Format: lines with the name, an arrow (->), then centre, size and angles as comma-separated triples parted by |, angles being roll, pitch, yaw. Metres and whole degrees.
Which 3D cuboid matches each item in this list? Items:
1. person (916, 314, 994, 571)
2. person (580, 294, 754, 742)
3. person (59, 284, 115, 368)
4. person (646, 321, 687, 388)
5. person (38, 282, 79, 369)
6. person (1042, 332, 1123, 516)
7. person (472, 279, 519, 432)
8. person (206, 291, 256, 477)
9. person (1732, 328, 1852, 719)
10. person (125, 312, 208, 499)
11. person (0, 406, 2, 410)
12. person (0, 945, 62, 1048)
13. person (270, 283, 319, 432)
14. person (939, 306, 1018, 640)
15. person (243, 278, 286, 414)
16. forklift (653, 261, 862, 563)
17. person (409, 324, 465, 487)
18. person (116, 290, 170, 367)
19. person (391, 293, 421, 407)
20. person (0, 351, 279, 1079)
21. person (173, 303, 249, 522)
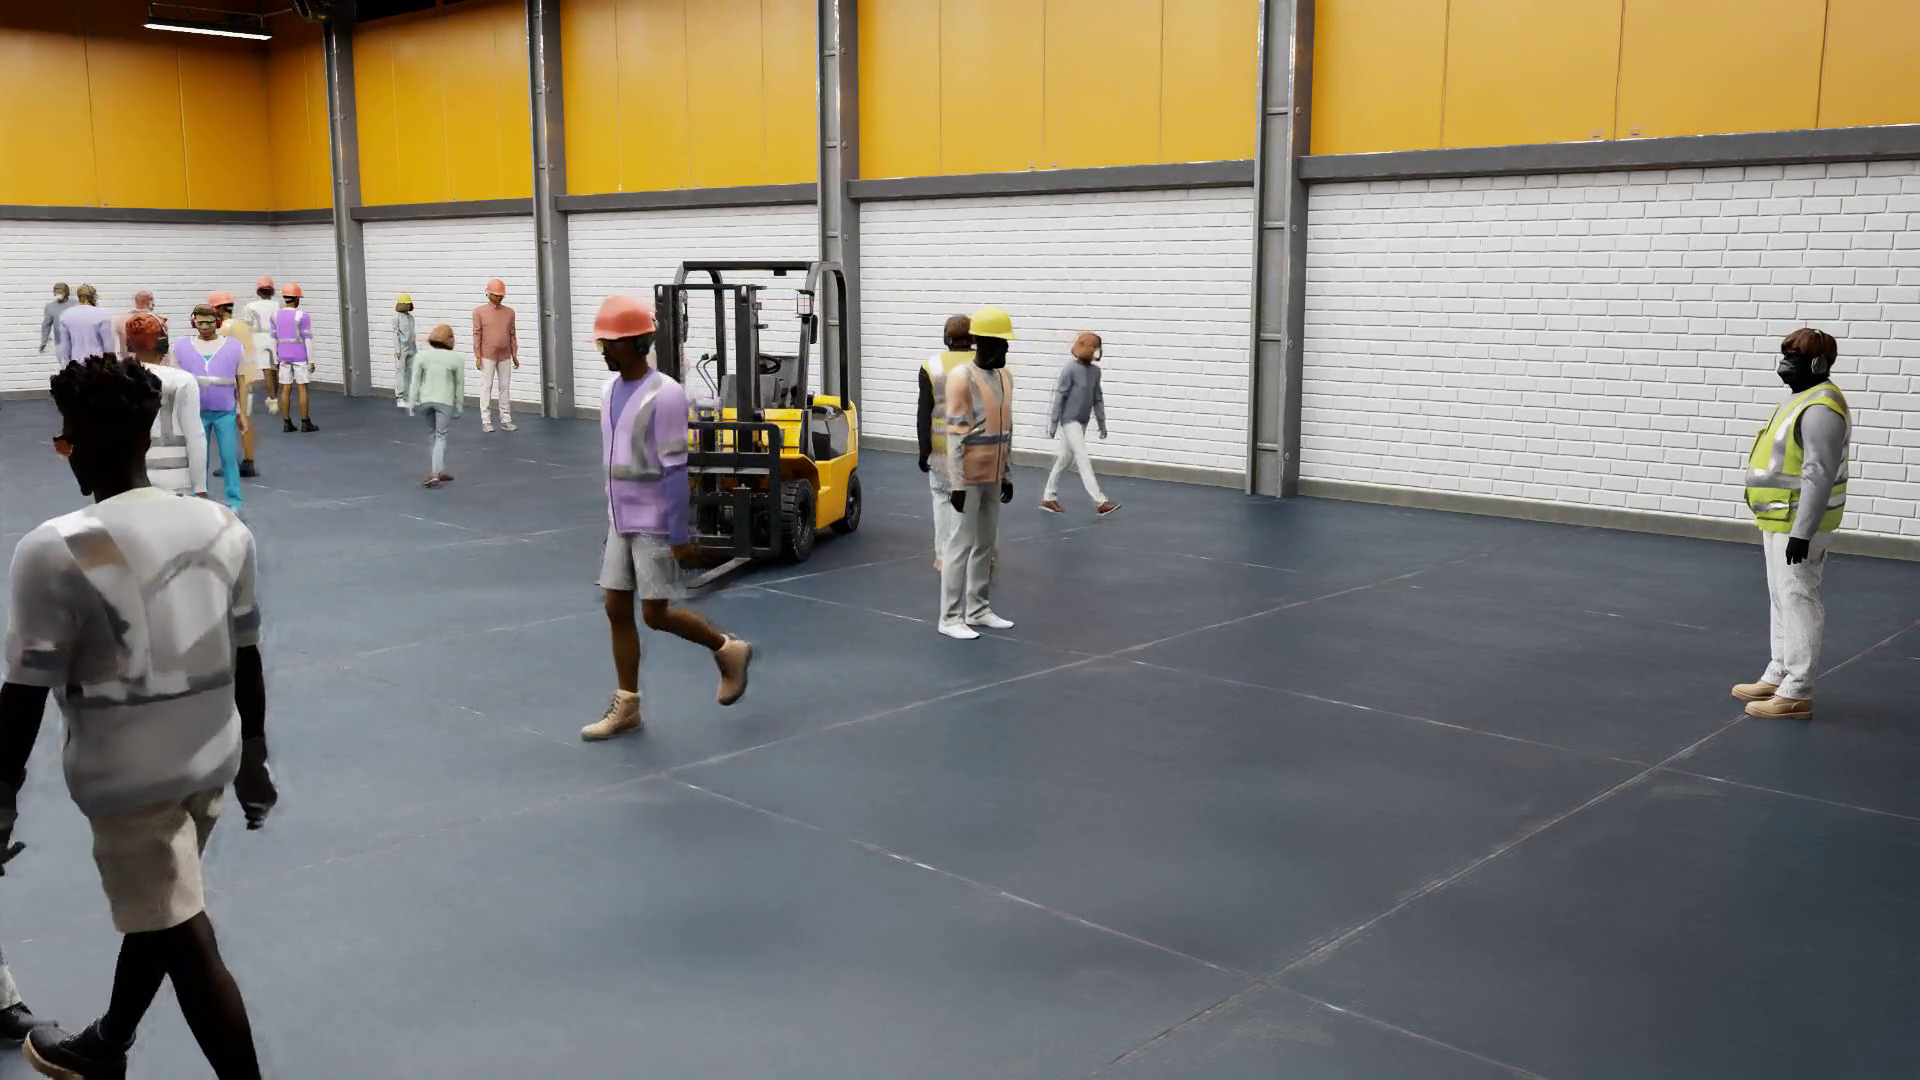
person -> 0.023, -0.640, 11.445 | 0.635, 1.823, 0.737 | -2, 10, -13
person -> -1.360, -0.108, 7.566 | 0.777, 2.019, 0.611 | -8, 12, -41
person -> -10.709, -2.176, 20.476 | 0.630, 1.935, 0.369 | 0, 9, 2
person -> -2.499, -0.999, 13.844 | 0.549, 1.738, 0.355 | 6, 11, 33
person -> -13.881, -3.017, 25.708 | 0.645, 1.905, 0.801 | 2, 9, 12
person -> 1.056, -0.984, 14.244 | 0.926, 1.570, 0.520 | 7, 12, 37
person -> -6.056, -2.408, 21.743 | 0.611, 1.987, 0.392 | -8, 12, -41
person -> -7.412, -1.575, 16.922 | 0.521, 1.896, 0.592 | 2, 9, 10
person -> 3.950, -0.079, 7.898 | 0.429, 1.847, 0.626 | 3, 10, 16
person -> -4.411, -0.300, 9.135 | 0.574, 1.882, 0.358 | 0, 9, 1
person -> -14.678, -2.886, 24.854 | 0.548, 1.934, 0.384 | -3, 10, -17
person -> -2.914, 0.514, 4.397 | 0.804, 1.807, 0.590 | 1, 9, 7
person -> -8.650, -2.365, 21.628 | 0.552, 1.935, 0.373 | 1, 9, 7
person -> 0.137, -0.383, 9.573 | 0.423, 1.913, 0.601 | 6, 11, 34
person -> -10.210, -2.859, 24.502 | 0.629, 1.986, 1.060 | -7, 11, -35
forklift -> -1.552, -1.040, 12.721 | 1.214, 2.155, 2.313 | 2, 9, 11
person -> -5.123, -1.313, 16.244 | 0.508, 1.587, 0.700 | 1, 9, 7
person -> -9.858, -2.083, 20.112 | 0.639, 1.871, 0.952 | 0, 9, -2
person -> -8.524, -2.919, 25.620 | 0.296, 1.745, 0.485 | 3, 10, 19
person -> -2.003, 0.528, 3.912 | 0.966, 1.917, 0.632 | 3, 10, 17
person -> -6.221, -1.046, 13.849 | 0.563, 1.838, 0.390 | -3, 10, -18
